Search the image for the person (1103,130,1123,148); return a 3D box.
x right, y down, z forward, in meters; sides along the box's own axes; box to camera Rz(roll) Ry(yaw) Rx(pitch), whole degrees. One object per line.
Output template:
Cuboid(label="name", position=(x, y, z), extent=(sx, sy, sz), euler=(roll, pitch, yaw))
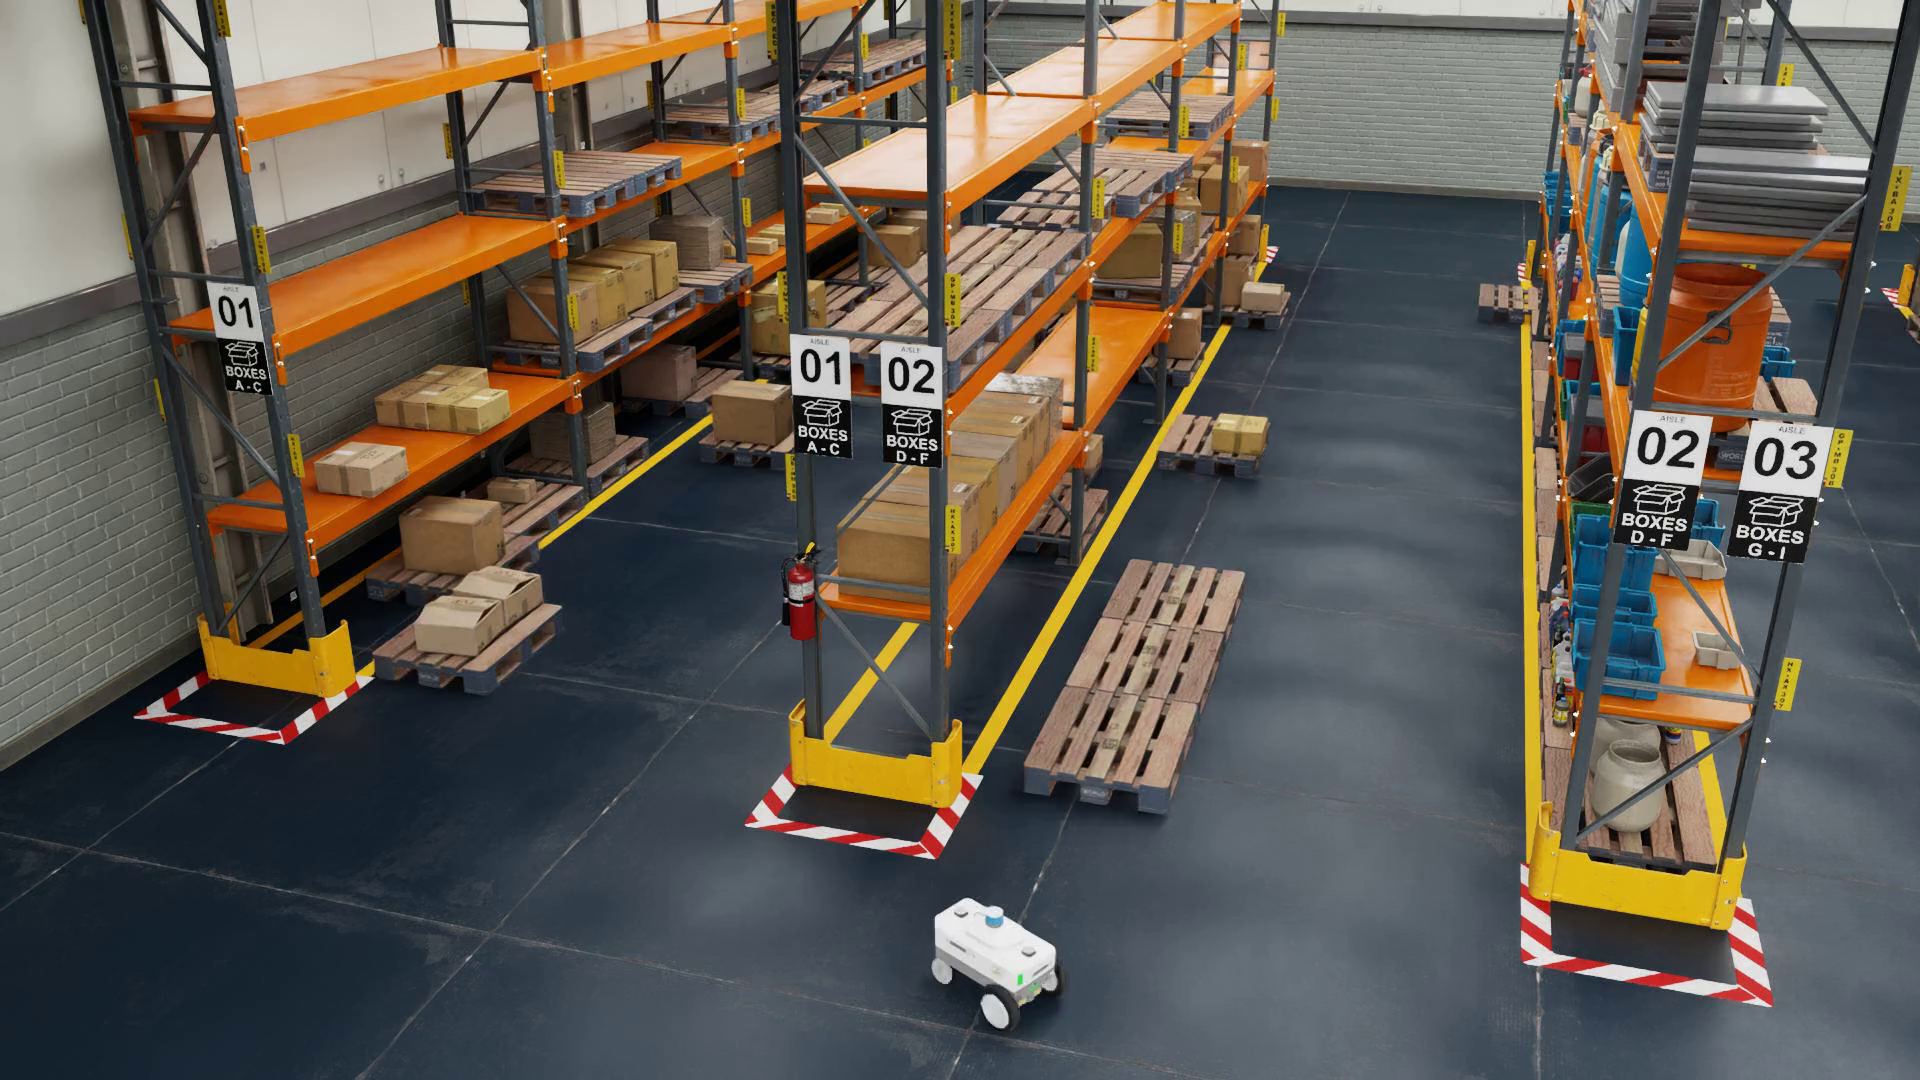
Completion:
Cuboid(label="person", position=(2.328, -5.730, 26.572), extent=(0.795, 1.754, 0.550), euler=(9, 25, 21))

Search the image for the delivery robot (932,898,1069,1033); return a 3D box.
Cuboid(label="delivery robot", position=(0.196, 2.330, 9.369), extent=(0.738, 0.563, 0.499), euler=(21, 31, 40))
